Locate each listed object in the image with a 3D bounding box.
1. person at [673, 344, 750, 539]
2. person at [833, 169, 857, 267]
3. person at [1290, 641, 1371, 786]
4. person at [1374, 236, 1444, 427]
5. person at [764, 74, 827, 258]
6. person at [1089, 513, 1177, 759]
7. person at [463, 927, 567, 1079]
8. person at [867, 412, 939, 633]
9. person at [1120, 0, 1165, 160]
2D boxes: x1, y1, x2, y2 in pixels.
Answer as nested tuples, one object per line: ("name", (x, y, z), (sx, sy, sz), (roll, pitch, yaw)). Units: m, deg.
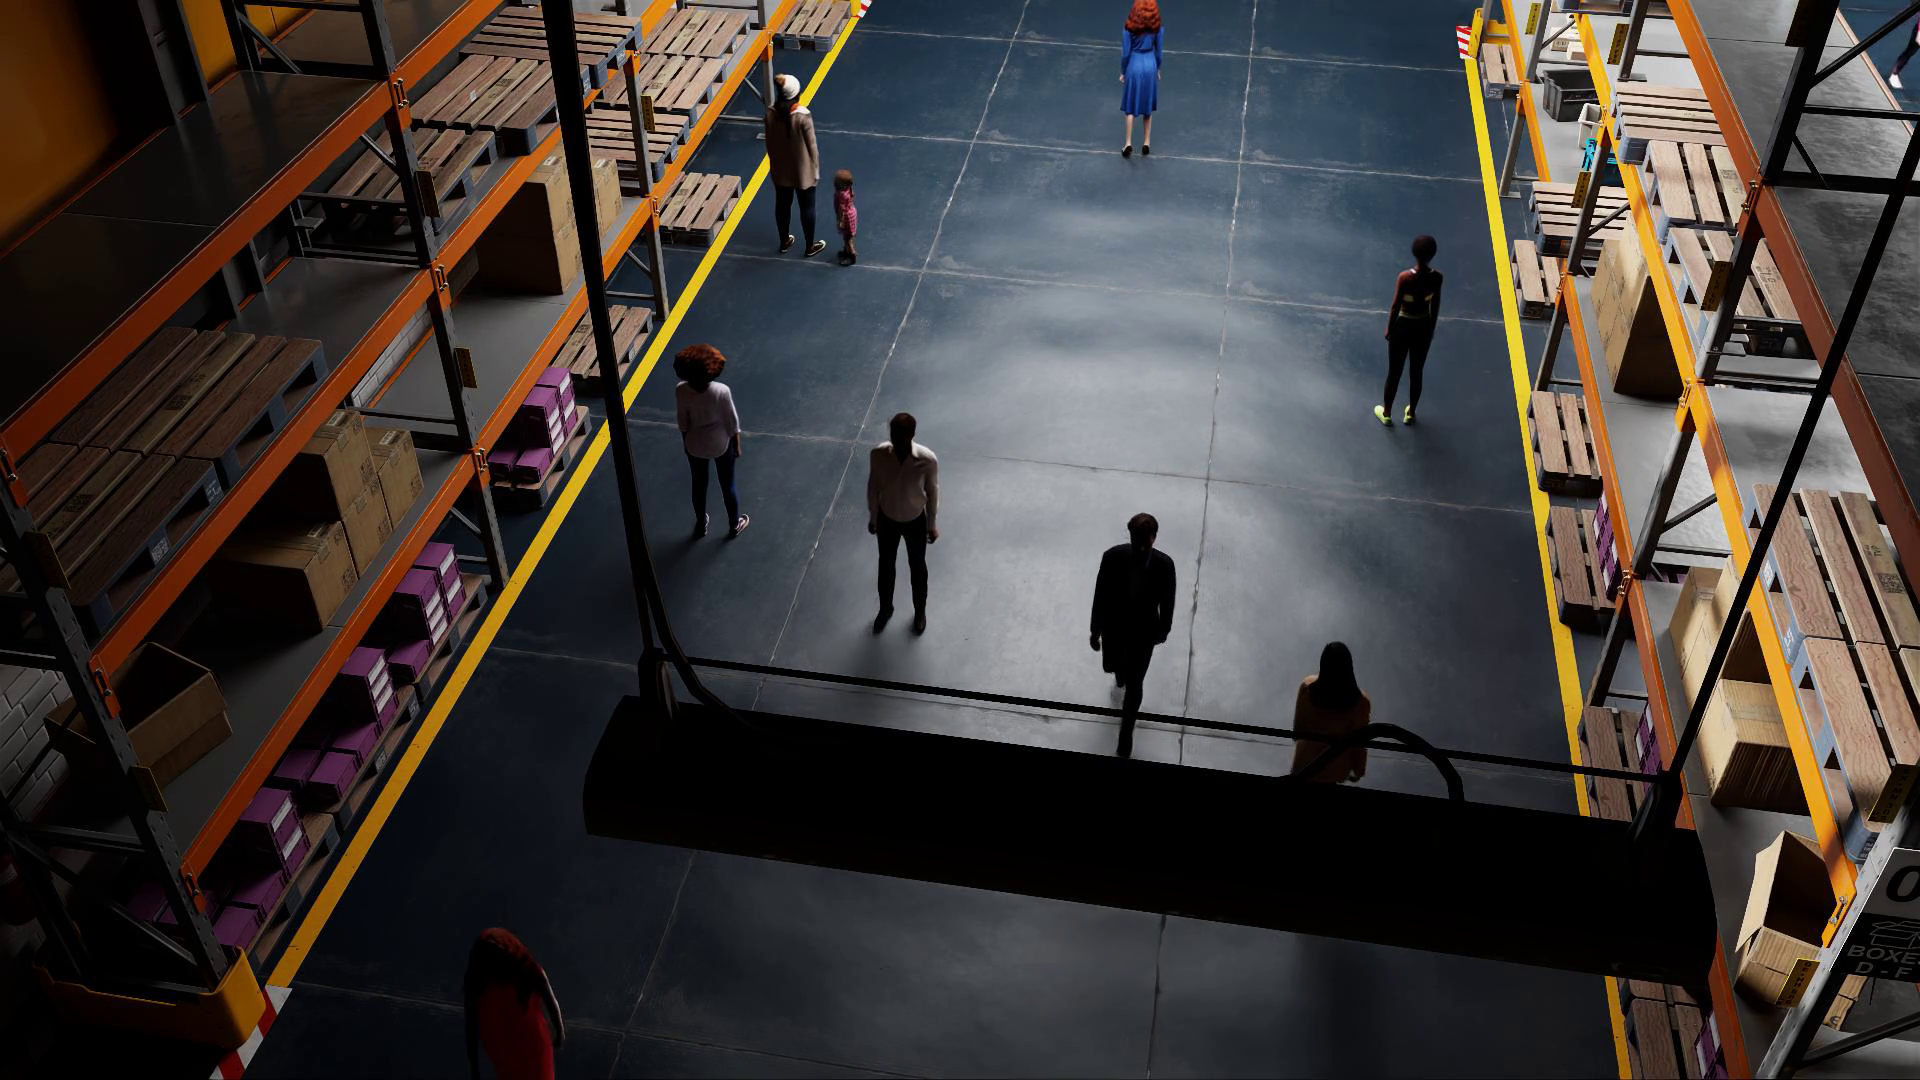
("person", (-1.929, -0.759, 12.779), (0.649, 1.713, 0.626), (3, 39, 4))
("person", (-1.140, -3.219, 16.423), (0.535, 1.011, 0.374), (12, 40, 15))
("person", (2.213, 1.395, 10.151), (0.763, 1.627, 1.076), (17, 42, 20))
("person", (3.796, -1.742, 13.976), (0.591, 1.755, 0.551), (1, 39, 1))
("person", (-1.649, -3.690, 16.310), (0.748, 1.888, 0.736), (14, 41, 17))
("person", (1.132, 0.522, 11.054), (0.734, 1.864, 1.129), (8, 39, 10))
("person", (-2.252, 2.543, 8.564), (0.637, 1.813, 0.644), (0, 39, 0))
("person", (-0.412, -0.149, 11.891), (0.666, 1.868, 0.543), (4, 39, 5))
("person", (1.954, -5.013, 18.013), (0.675, 1.829, 0.659), (-4, 39, -5))
